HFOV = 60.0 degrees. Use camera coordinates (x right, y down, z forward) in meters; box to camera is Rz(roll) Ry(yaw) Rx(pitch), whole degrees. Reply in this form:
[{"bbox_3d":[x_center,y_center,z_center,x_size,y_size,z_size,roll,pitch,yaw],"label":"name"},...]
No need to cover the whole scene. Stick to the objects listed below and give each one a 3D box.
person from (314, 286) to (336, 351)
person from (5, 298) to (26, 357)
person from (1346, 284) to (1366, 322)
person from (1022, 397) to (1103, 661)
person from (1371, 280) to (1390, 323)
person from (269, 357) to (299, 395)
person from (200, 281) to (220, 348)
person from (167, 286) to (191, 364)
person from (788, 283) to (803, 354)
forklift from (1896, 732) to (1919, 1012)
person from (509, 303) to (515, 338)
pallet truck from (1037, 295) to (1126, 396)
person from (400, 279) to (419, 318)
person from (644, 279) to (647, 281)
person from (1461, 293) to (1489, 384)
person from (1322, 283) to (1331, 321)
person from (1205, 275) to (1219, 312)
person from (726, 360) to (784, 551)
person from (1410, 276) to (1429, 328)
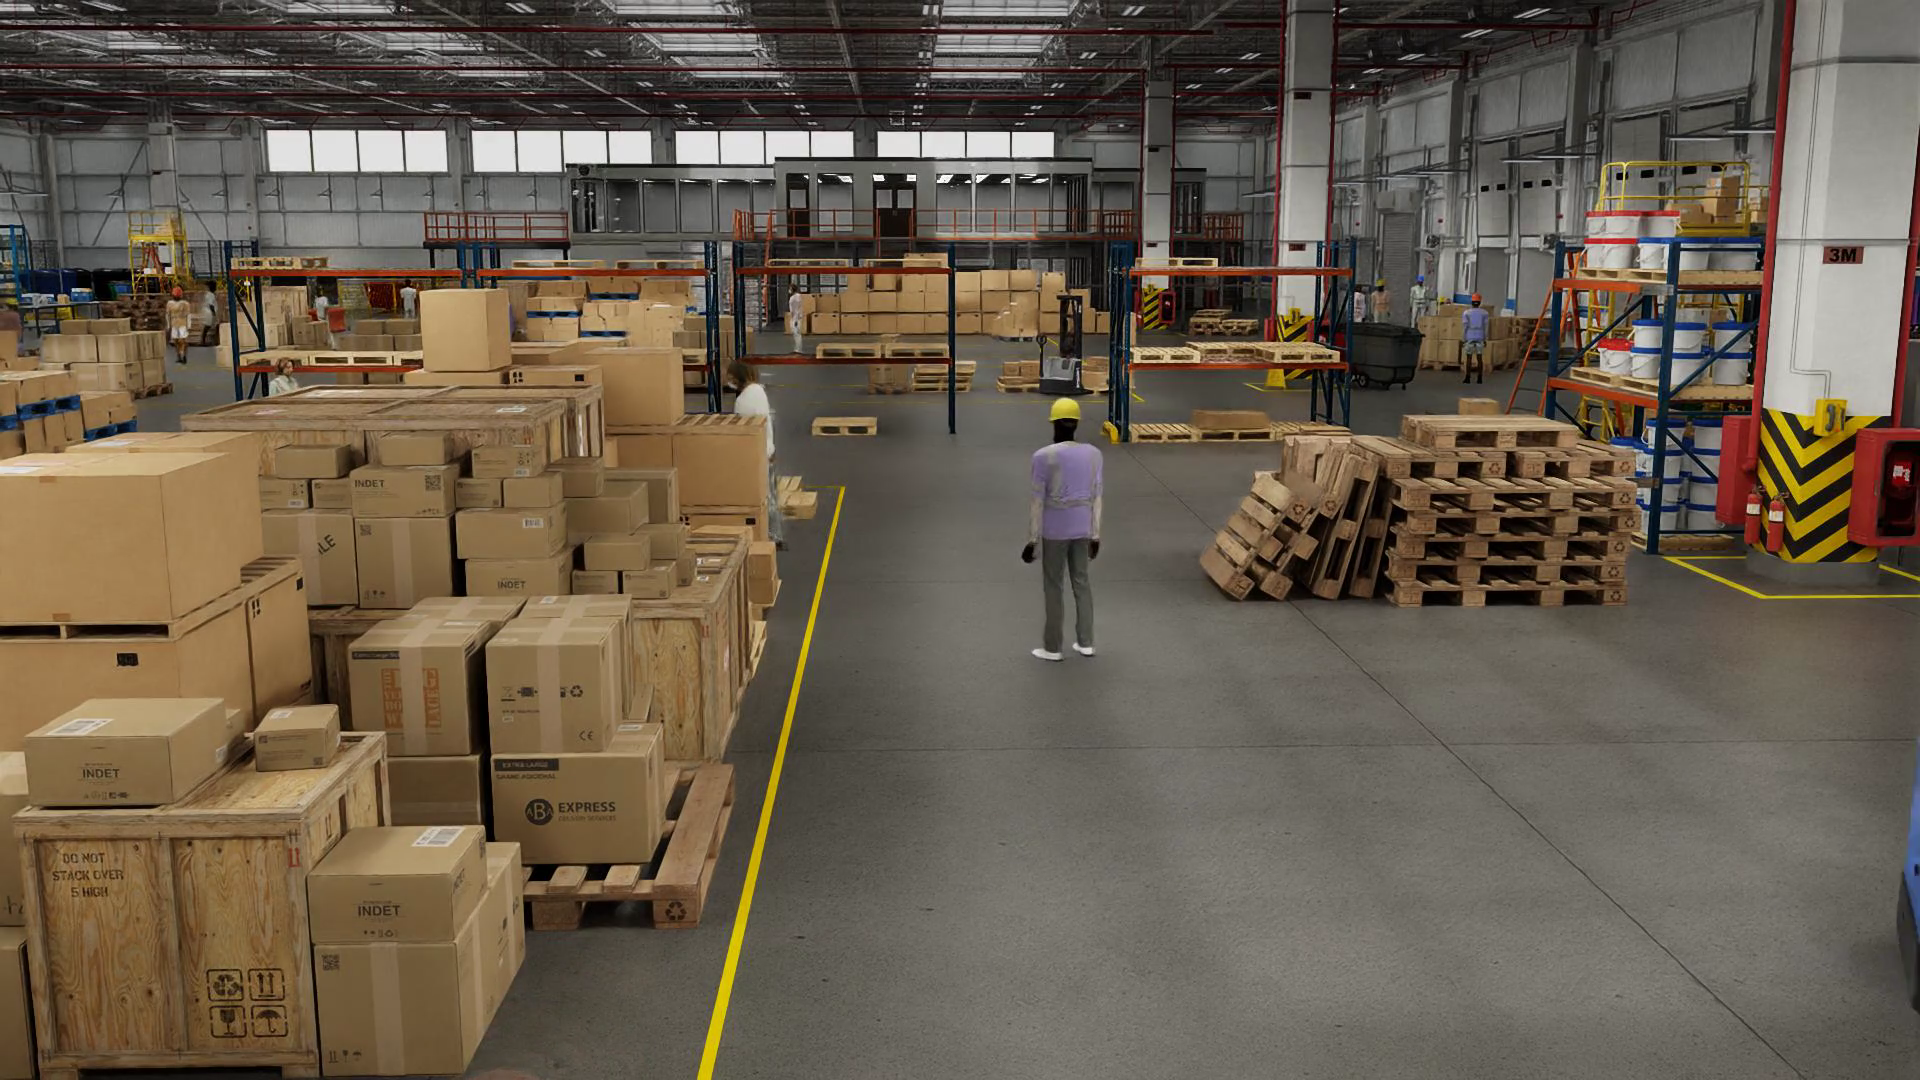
[{"bbox_3d":[-17.398,-5.981,45.243,0.538,1.819,0.961,5,11,26],"label":"person"},{"bbox_3d":[-21.704,-4.664,38.109,0.537,1.748,0.488,7,12,34],"label":"person"},{"bbox_3d":[11.283,-6.359,47.299,0.430,1.843,0.625,-7,13,-36],"label":"person"},{"bbox_3d":[0.746,-0.078,12.110,0.618,1.920,0.388,-6,12,-30],"label":"person"},{"bbox_3d":[12.768,-6.956,50.524,0.587,1.886,0.980,3,11,17],"label":"person"},{"bbox_3d":[-8.217,-1.414,20.315,0.311,1.638,0.521,2,10,12],"label":"person"},{"bbox_3d":[-21.407,-6.479,47.773,1.001,1.894,0.663,-4,11,-20],"label":"person"},{"bbox_3d":[-19.499,-5.365,41.522,0.547,1.944,0.373,-1,10,-5],"label":"person"},{"bbox_3d":[-4.394,-5.872,44.363,0.371,1.933,0.626,-4,11,-22],"label":"person"},{"bbox_3d":[4.733,0.495,6.222,1.873,2.768,1.129,5,11,25],"label":"forklift"},{"bbox_3d":[-10.847,-4.993,39.480,0.587,1.918,0.395,4,11,21],"label":"person"},{"bbox_3d":[2.483,-3.881,33.060,1.885,1.965,0.823,-7,13,-36],"label":"pallet truck"},{"bbox_3d":[-17.492,-7.366,52.846,0.533,1.864,0.310,-2,10,-13],"label":"person"},{"bbox_3d":[-10.109,-7.498,53.635,0.508,1.846,0.342,5,11,25],"label":"person"},{"bbox_3d":[11.025,-4.319,35.665,0.546,1.939,0.375,1,10,7],"label":"person"},{"bbox_3d":[11.800,-7.363,53.250,0.364,1.718,0.483,-4,11,-21],"label":"person"},{"bbox_3d":[10.820,-10.782,71.548,0.612,1.986,0.407,3,11,17],"label":"person"},{"bbox_3d":[-2.102,-0.814,16.275,0.811,1.888,0.706,1,10,6],"label":"person"},{"bbox_3d":[14.903,-7.598,53.941,0.610,1.939,0.417,2,10,8],"label":"person"}]
